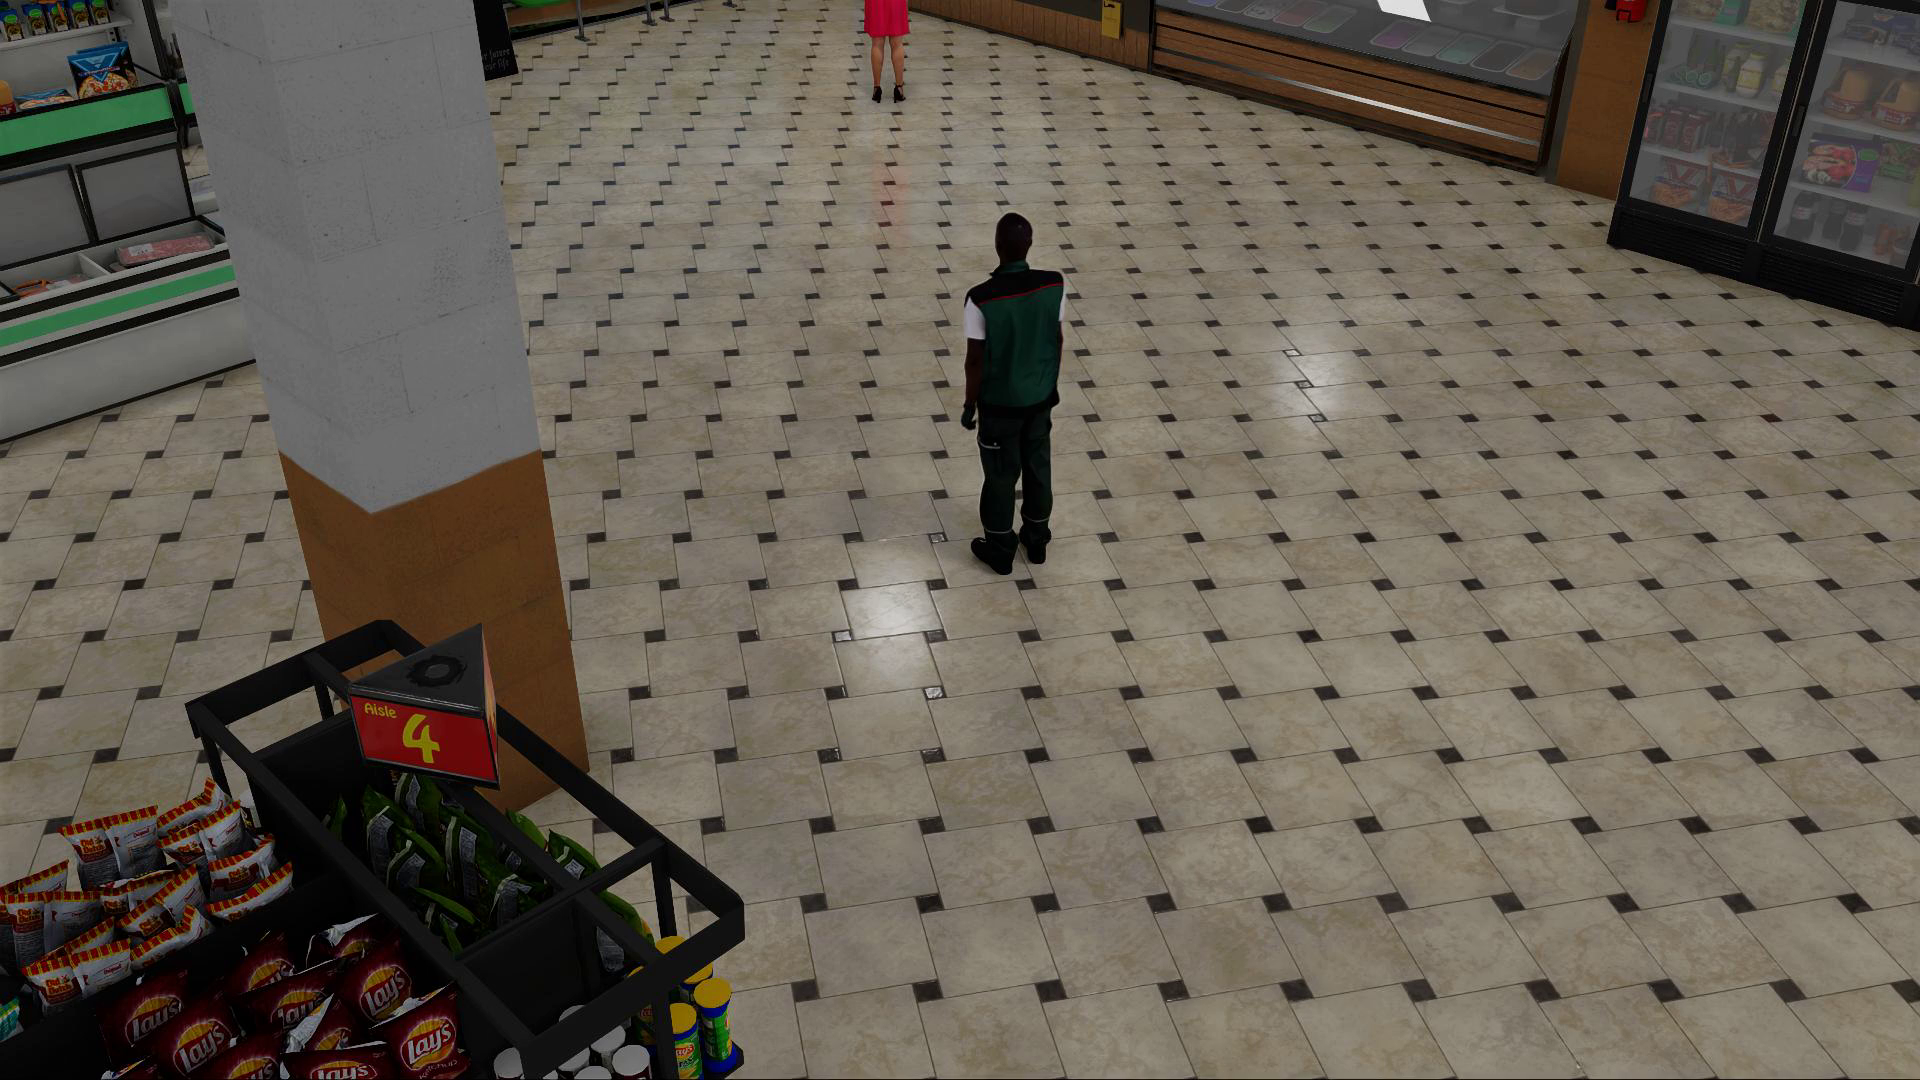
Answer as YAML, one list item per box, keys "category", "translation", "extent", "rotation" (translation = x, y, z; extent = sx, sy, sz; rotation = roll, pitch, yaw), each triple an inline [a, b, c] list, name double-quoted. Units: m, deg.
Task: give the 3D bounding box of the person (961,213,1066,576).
- category: "person"
  translation: [0.261, -0.677, 7.936]
  extent: [0.682, 1.839, 0.826]
  rotation: [-13, 34, -20]

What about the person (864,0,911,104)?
- category: "person"
  translation: [-0.651, -4.687, 14.485]
  extent: [0.663, 1.729, 0.714]
  rotation: [2, 32, 3]
